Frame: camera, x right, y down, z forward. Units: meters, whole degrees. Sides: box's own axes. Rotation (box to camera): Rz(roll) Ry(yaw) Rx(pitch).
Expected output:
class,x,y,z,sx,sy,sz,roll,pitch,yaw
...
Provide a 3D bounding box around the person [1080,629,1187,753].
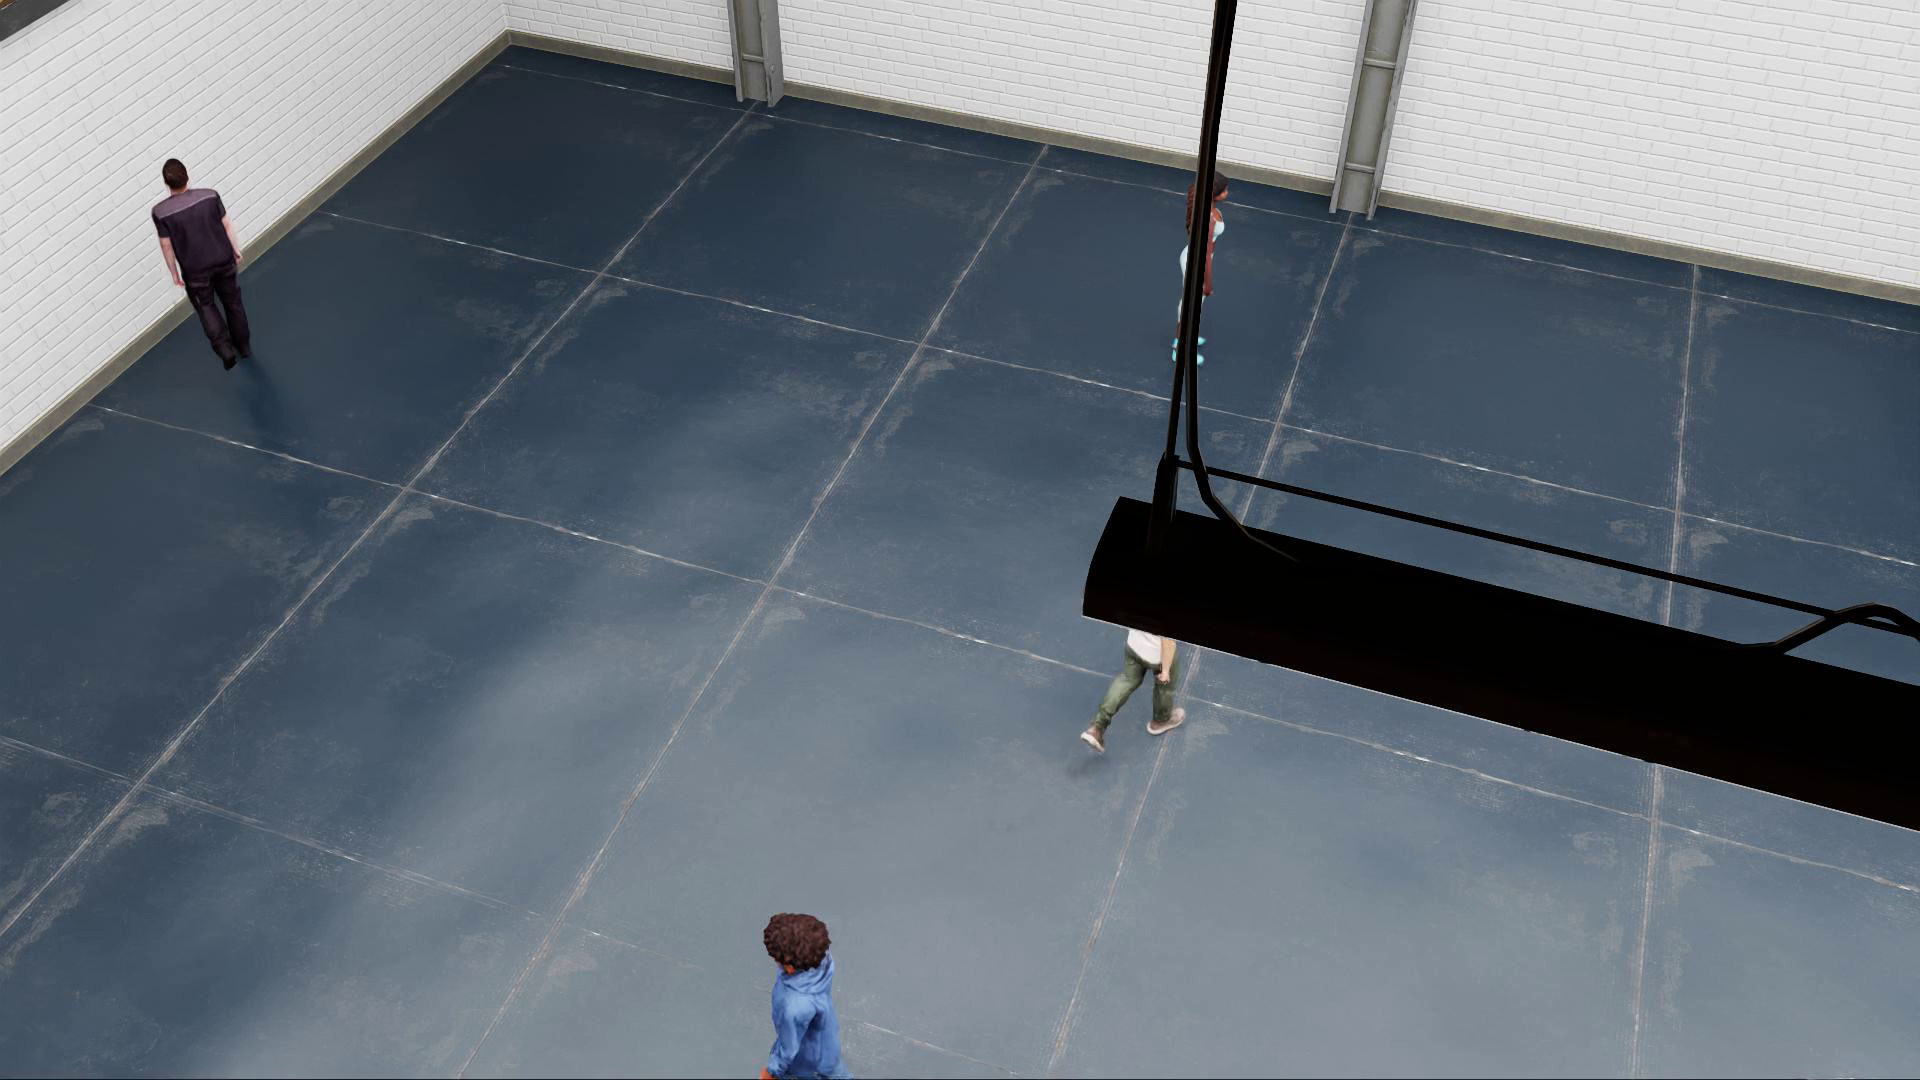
class,x,y,z,sx,sy,sz,roll,pitch,yaw
person,1.097,0.702,10.180,0.989,1.635,1.050,-28,50,-26

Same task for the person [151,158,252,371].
class,x,y,z,sx,sy,sz,roll,pitch,yaw
person,-5.857,-2.114,12.993,0.972,1.833,1.049,-23,48,-23

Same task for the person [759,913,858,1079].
class,x,y,z,sx,sy,sz,roll,pitch,yaw
person,-0.664,2.464,8.232,1.234,1.770,0.970,-1,44,-1

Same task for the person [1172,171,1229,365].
class,x,y,z,sx,sy,sz,roll,pitch,yaw
person,1.865,-2.156,13.116,0.661,1.723,0.647,-4,44,-4
